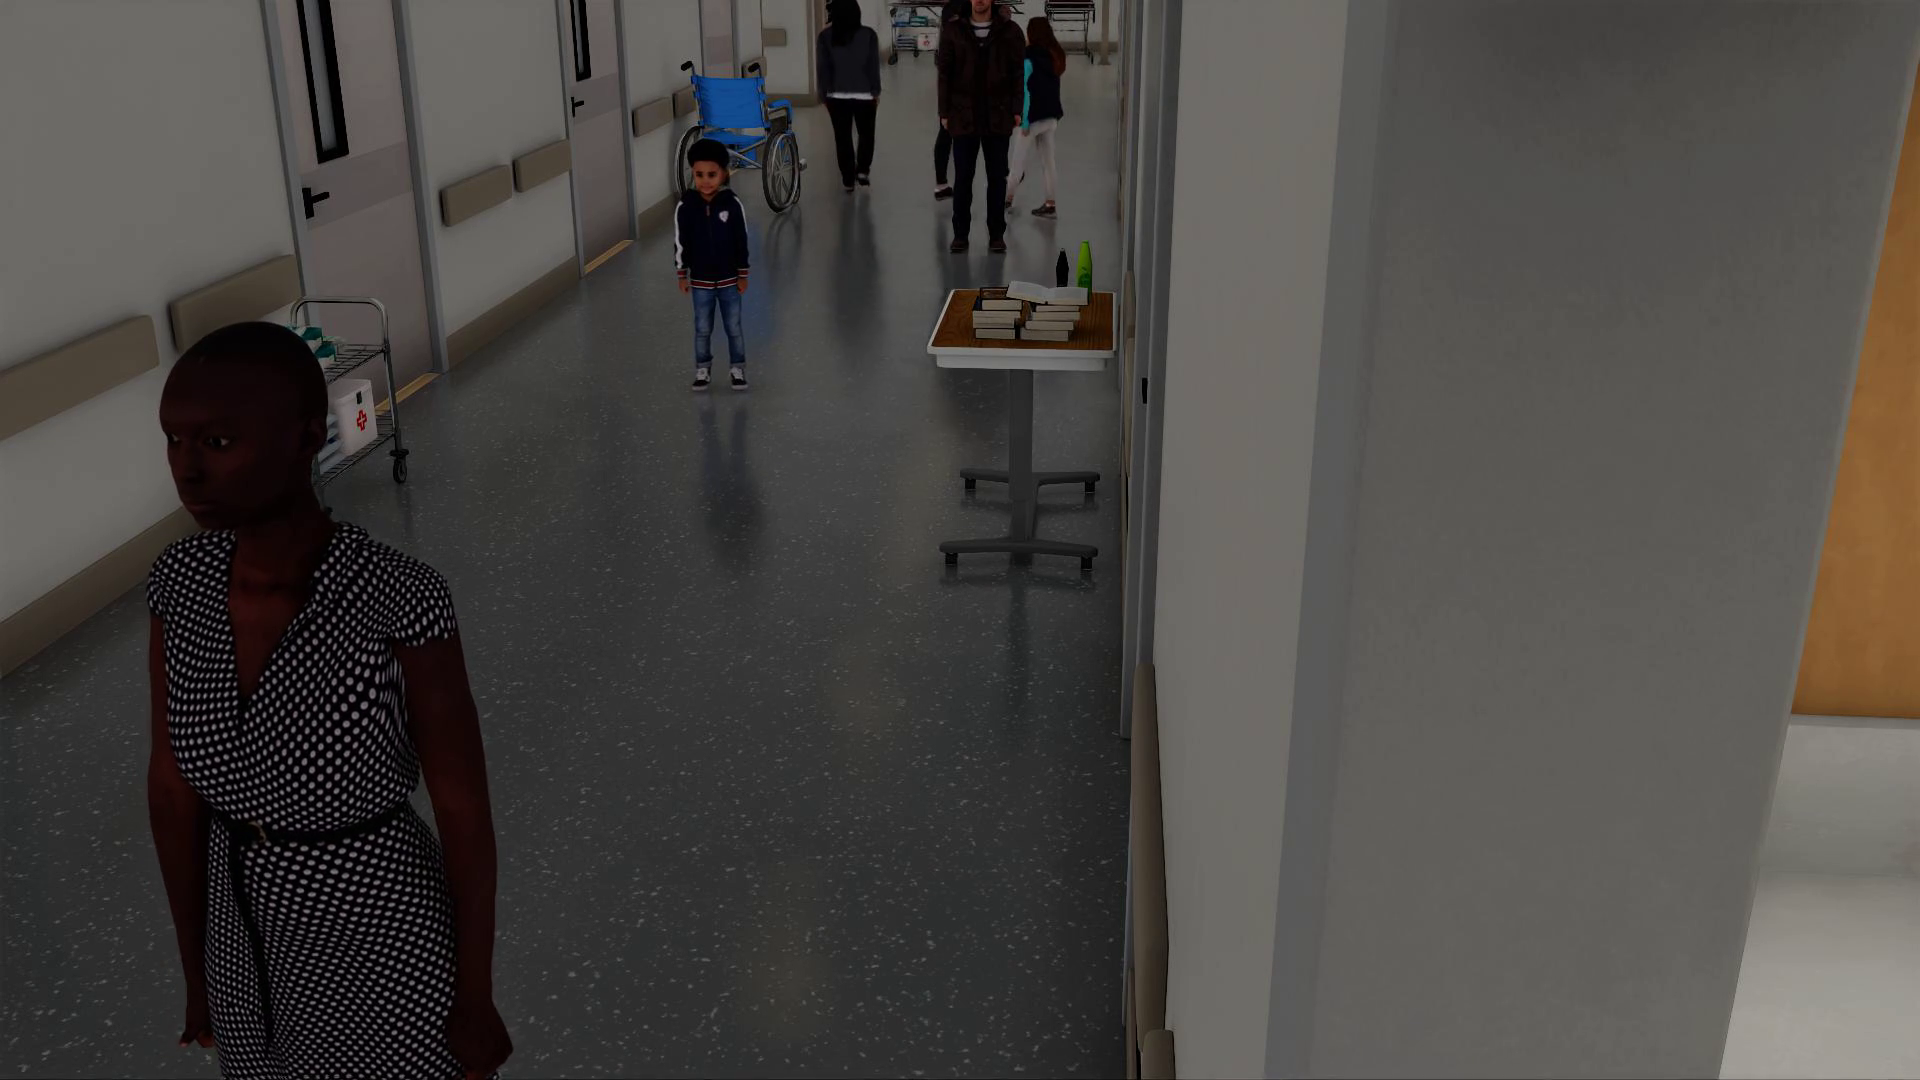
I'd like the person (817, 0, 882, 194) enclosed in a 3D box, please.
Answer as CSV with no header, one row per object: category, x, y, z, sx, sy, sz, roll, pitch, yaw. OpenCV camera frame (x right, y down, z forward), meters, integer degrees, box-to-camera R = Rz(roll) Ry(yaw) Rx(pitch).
person,-0.904,-3.670,13.729,0.715,1.589,0.686,-1,21,-2

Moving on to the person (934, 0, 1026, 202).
person,-0.040,-3.563,13.178,1.072,1.781,1.228,17,26,37

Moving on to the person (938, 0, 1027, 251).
person,0.146,-2.913,11.368,0.768,1.846,0.681,0,21,0

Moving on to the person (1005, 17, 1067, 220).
person,0.643,-3.153,12.533,0.936,1.470,0.902,18,27,40

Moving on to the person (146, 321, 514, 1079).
person,-0.813,0.584,2.218,0.639,1.788,0.568,4,21,11

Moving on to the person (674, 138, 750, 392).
person,-1.188,-1.326,8.062,0.529,1.221,0.493,-1,21,-1
